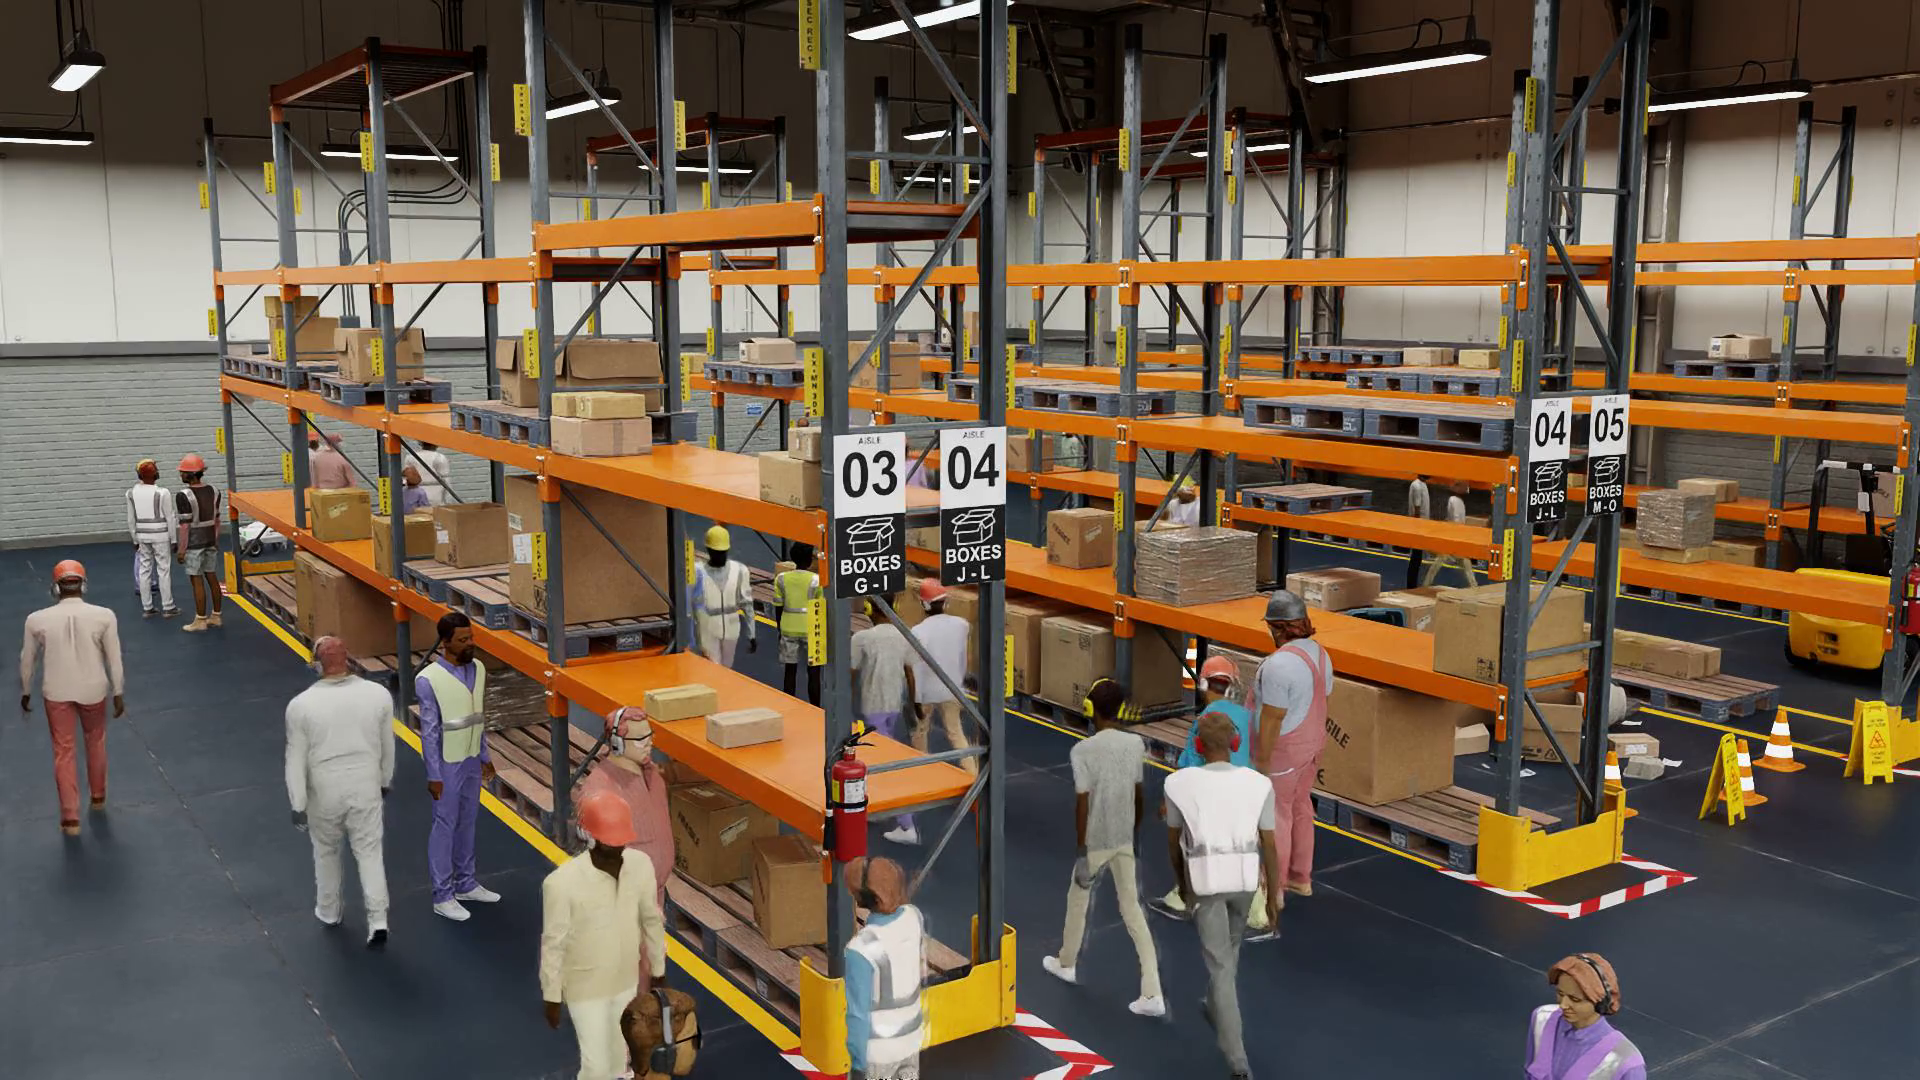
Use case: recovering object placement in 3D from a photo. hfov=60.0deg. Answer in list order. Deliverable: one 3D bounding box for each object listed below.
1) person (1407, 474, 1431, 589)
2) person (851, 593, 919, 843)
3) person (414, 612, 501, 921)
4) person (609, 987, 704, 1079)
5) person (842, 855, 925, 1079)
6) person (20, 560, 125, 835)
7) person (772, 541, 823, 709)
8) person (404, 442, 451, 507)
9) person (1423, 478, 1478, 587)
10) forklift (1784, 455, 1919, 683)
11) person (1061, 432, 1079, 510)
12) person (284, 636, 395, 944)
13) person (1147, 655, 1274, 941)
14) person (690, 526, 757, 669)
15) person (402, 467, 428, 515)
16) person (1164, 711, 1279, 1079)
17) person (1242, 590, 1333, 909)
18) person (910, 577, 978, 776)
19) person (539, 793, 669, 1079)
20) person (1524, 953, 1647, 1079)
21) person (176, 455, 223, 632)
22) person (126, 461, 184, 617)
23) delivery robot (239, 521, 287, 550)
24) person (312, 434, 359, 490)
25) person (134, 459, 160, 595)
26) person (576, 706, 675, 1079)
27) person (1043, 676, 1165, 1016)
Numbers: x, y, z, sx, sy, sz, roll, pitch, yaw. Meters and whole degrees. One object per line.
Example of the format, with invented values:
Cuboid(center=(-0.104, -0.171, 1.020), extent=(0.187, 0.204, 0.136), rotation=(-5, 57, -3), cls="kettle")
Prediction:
Cuboid(center=(5.731, -0.109, 20.694), extent=(0.329, 1.861, 0.509), rotation=(2, 9, 15), cls="person")
Cuboid(center=(-0.605, 1.226, 11.978), extent=(0.529, 1.809, 1.009), rotation=(-8, 11, -41), cls="person")
Cuboid(center=(-3.170, 1.396, 10.467), extent=(0.391, 1.920, 0.587), rotation=(3, 9, 19), cls="person")
Cuboid(center=(-0.912, 2.251, 5.032), extent=(0.517, 1.841, 0.324), rotation=(6, 10, 34), cls="person")
Cuboid(center=(-0.245, 2.090, 6.836), extent=(0.582, 1.616, 0.532), rotation=(5, 10, 32), cls="person")
Cuboid(center=(-6.527, 1.120, 12.236), extent=(0.656, 1.931, 0.944), rotation=(-5, 10, -30), cls="person")
Cuboid(center=(-1.414, 0.832, 14.946), extent=(0.538, 1.698, 0.320), rotation=(3, 9, 18), cls="person")
Cuboid(center=(-7.423, -0.548, 23.166), extent=(0.726, 2.003, 0.460), rotation=(1, 9, 6), cls="person")
Cuboid(center=(6.276, -0.019, 21.012), extent=(0.895, 1.582, 0.510), rotation=(5, 10, 30), cls="person")
Cuboid(center=(9.643, 0.253, 17.172), extent=(2.313, 2.155, 1.214), rotation=(-6, 10, -33), cls="forklift")
Cuboid(center=(1.902, -1.256, 29.105), extent=(0.283, 1.625, 0.491), rotation=(-4, 10, -26), cls="person")
Cuboid(center=(-3.725, 1.493, 10.030), extent=(0.663, 1.866, 0.885), rotation=(-5, 10, -30), cls="person")
Cuboid(center=(1.556, 1.561, 10.128), extent=(0.874, 1.688, 0.572), rotation=(4, 10, 27), cls="person")
Cuboid(center=(-2.131, 0.792, 14.650), extent=(0.588, 1.881, 0.976), rotation=(-4, 9, -26), cls="person")
Cuboid(center=(-7.116, -0.140, 21.647), extent=(0.505, 1.633, 0.279), rotation=(5, 10, 32), cls="person")
Cuboid(center=(1.343, 1.788, 8.433), extent=(0.554, 1.765, 1.058), rotation=(-1, 9, -7), cls="person")
Cuboid(center=(2.061, 1.308, 10.650), extent=(0.535, 2.000, 0.685), rotation=(7, 11, 39), cls="person")
Cuboid(center=(-0.143, 1.142, 12.818), extent=(0.562, 1.722, 0.802), rotation=(-5, 10, -30), cls="person")
Cuboid(center=(-1.559, 1.949, 7.375), extent=(0.417, 1.728, 0.592), rotation=(6, 11, 36), cls="person")
Cuboid(center=(2.178, 2.232, 5.862), extent=(0.313, 1.634, 0.514), rotation=(-4, 9, -24), cls="person")
Cuboid(center=(-8.749, 0.041, 19.084), extent=(0.379, 2.044, 0.608), rotation=(3, 9, 17), cls="person")
Cuboid(center=(-9.647, -0.005, 19.917), extent=(0.575, 1.885, 0.355), rotation=(1, 9, 6), cls="person")
Cuboid(center=(-10.352, -0.102, 24.654), extent=(0.477, 0.478, 0.707), rotation=(7, 11, 41), cls="delivery robot")
Cuboid(center=(-9.043, -0.611, 24.093), extent=(0.660, 1.850, 1.020), rotation=(3, 9, 21), cls="person")
Cuboid(center=(-10.447, -0.169, 21.440), extent=(0.350, 1.758, 0.521), rotation=(0, 9, 1), cls="person")
Cuboid(center=(-1.599, 1.748, 8.171), extent=(0.407, 1.908, 0.641), rotation=(2, 9, 14), cls="person")
Cuboid(center=(0.815, 1.657, 9.117), extent=(0.522, 1.820, 1.007), rotation=(-5, 10, -29), cls="person")
